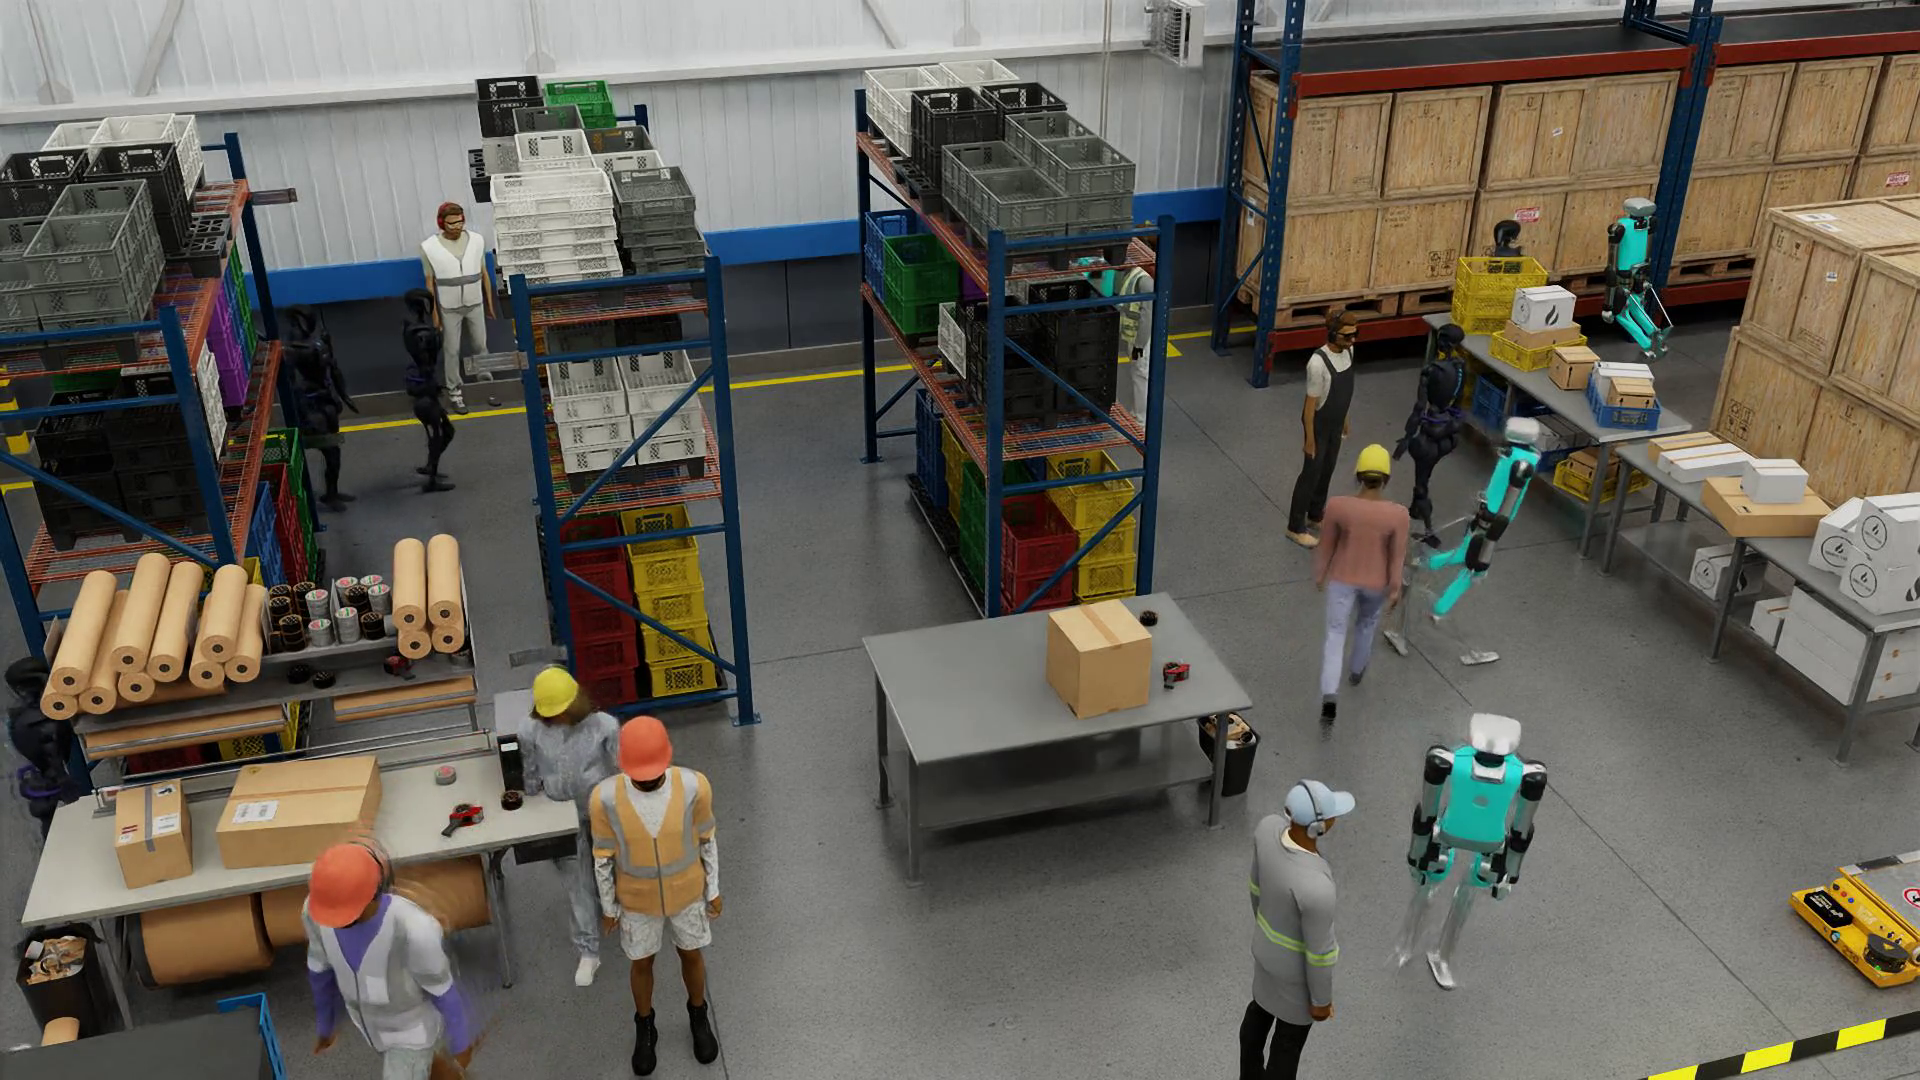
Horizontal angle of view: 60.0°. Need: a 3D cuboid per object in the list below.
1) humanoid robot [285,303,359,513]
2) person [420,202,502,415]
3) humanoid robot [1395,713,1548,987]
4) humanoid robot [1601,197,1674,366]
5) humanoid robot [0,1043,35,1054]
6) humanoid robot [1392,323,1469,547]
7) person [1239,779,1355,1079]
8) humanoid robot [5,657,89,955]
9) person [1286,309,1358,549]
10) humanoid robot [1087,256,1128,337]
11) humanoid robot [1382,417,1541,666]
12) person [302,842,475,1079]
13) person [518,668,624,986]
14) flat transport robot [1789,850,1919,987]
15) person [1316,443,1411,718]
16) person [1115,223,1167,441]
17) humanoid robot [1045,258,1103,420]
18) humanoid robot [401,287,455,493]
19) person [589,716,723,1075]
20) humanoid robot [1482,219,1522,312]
[{"bbox_3d":[-4.803,-1.009,12.533,0.342,1.655,0.586,7,30,12],"label":"humanoid robot"},{"bbox_3d":[-4.245,-1.989,14.156,0.562,1.836,0.390,-20,35,-32],"label":"person"},{"bbox_3d":[2.423,1.466,7.999,0.535,1.793,0.809,7,30,13],"label":"humanoid robot"},{"bbox_3d":[5.842,-2.042,14.212,0.533,1.677,0.735,-17,33,-28],"label":"humanoid robot"},{"bbox_3d":[-2.994,2.630,5.877,0.595,1.798,0.848,-24,37,-37],"label":"humanoid robot"},{"bbox_3d":[3.428,-0.793,12.175,0.626,1.634,0.610,-20,34,-31],"label":"humanoid robot"},{"bbox_3d":[1.454,1.807,7.230,0.370,1.853,0.589,-9,30,-16],"label":"person"},{"bbox_3d":[-4.515,1.303,8.378,0.820,1.617,0.600,-21,35,-33],"label":"humanoid robot"},{"bbox_3d":[2.638,-0.810,12.014,0.336,1.838,0.506,23,36,35],"label":"person"},{"bbox_3d":[1.015,-1.837,13.957,0.565,1.733,0.854,-11,31,-19],"label":"humanoid robot"},{"bbox_3d":[3.095,0.016,10.651,0.956,1.762,0.575,7,30,13],"label":"humanoid robot"},{"bbox_3d":[-2.352,2.003,6.741,0.648,1.973,1.009,12,31,21],"label":"person"},{"bbox_3d":[-1.836,1.350,8.211,0.586,1.692,0.834,-7,29,-12],"label":"person"},{"bbox_3d":[5.163,1.916,8.676,1.431,0.231,0.659,-8,30,-14],"label":"flat transport robot"},{"bbox_3d":[2.434,0.254,10.184,0.523,1.730,0.807,8,30,14],"label":"person"},{"bbox_3d":[1.477,-1.702,13.625,0.429,1.843,0.624,3,29,6],"label":"person"},{"bbox_3d":[0.926,-1.458,13.349,0.530,1.847,0.727,-5,29,-9],"label":"humanoid robot"},{"bbox_3d":[-4.096,-1.143,12.777,0.355,1.638,0.599,-9,30,-16],"label":"humanoid robot"},{"bbox_3d":[-1.350,1.605,7.511,0.551,1.933,0.367,-7,29,-12],"label":"person"},{"bbox_3d":[4.702,-1.973,14.292,0.506,1.635,0.591,0,29,0],"label":"humanoid robot"}]
